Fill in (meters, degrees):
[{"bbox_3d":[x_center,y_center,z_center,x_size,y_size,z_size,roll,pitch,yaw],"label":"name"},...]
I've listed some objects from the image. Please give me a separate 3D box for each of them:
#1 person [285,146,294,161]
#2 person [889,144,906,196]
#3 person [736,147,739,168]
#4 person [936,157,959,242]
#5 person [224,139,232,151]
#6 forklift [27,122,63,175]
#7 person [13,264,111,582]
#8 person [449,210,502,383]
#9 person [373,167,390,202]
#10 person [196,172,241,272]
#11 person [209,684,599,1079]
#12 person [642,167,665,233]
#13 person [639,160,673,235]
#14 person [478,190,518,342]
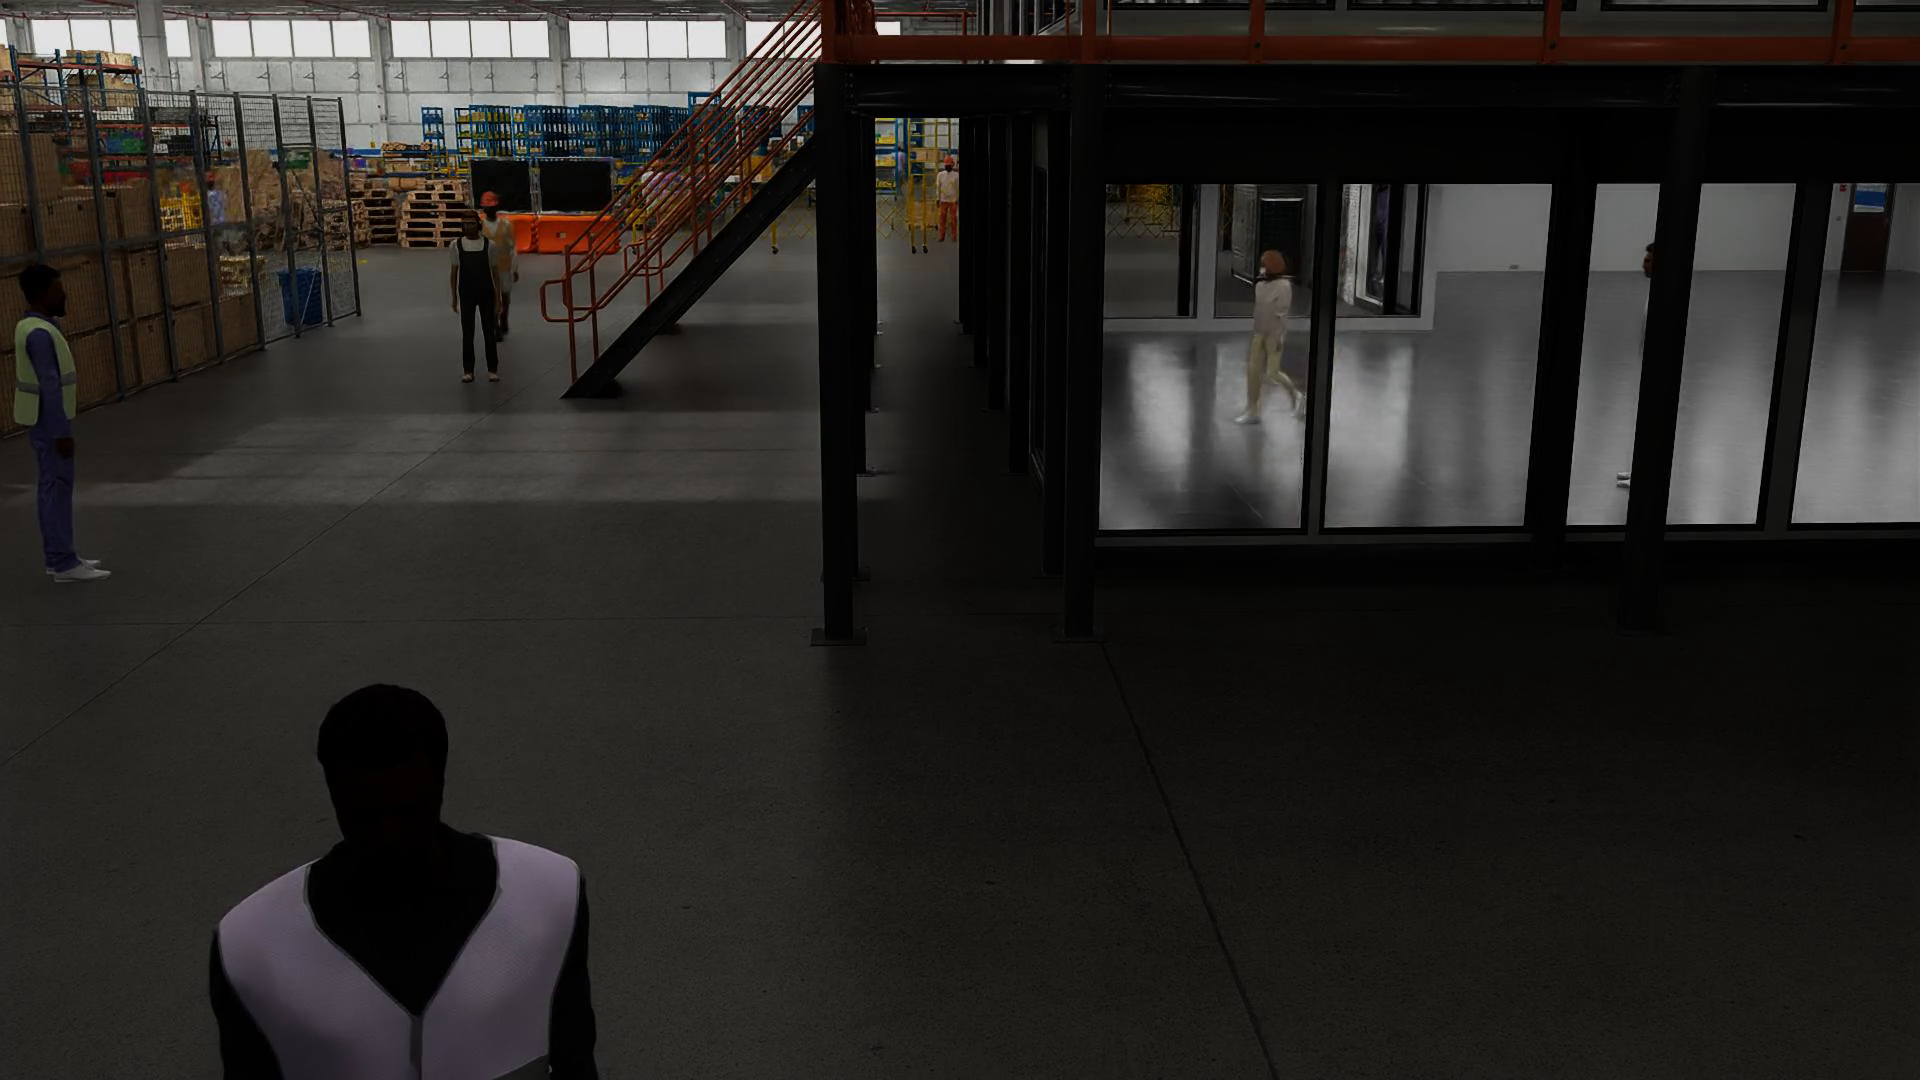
[{"bbox_3d":[-29.972,-16.707,74.273,0.615,1.807,0.620,2,14,6],"label":"person"},{"bbox_3d":[-2.460,-14.423,64.766,0.642,1.991,1.020,-2,14,-7],"label":"person"},{"bbox_3d":[-9.763,-16.615,74.058,0.779,1.742,0.527,3,14,11],"label":"person"},{"bbox_3d":[-0.265,-8.014,39.178,0.610,1.985,0.392,2,14,9],"label":"person"},{"bbox_3d":[-36.268,-18.878,82.579,0.379,1.996,0.608,1,14,3],"label":"person"},{"bbox_3d":[-35.376,-14.773,64.377,1.129,2.768,1.873,-1,14,-2],"label":"forklift"},{"bbox_3d":[-5.509,-0.701,10.083,0.390,1.920,0.587,-9,17,-33],"label":"person"},{"bbox_3d":[-5.198,-2.615,17.882,0.521,1.844,0.331,-4,14,-14],"label":"person"},{"bbox_3d":[-15.528,-9.168,44.574,0.504,1.606,0.776,1,14,4],"label":"person"},{"bbox_3d":[-13.666,-5.770,30.433,1.013,1.885,0.562,4,15,16],"label":"person"},{"bbox_3d":[-0.888,1.133,2.785,0.584,1.911,0.391,-6,15,-22],"label":"person"},{"bbox_3d":[-7.818,-8.777,42.536,0.603,1.830,0.404,1,14,6],"label":"person"},{"bbox_3d":[-7.649,-8.639,41.897,0.556,1.881,0.997,10,17,34],"label":"person"},{"bbox_3d":[-5.976,-3.523,21.368,0.555,1.917,0.656,-4,15,-16],"label":"person"}]
